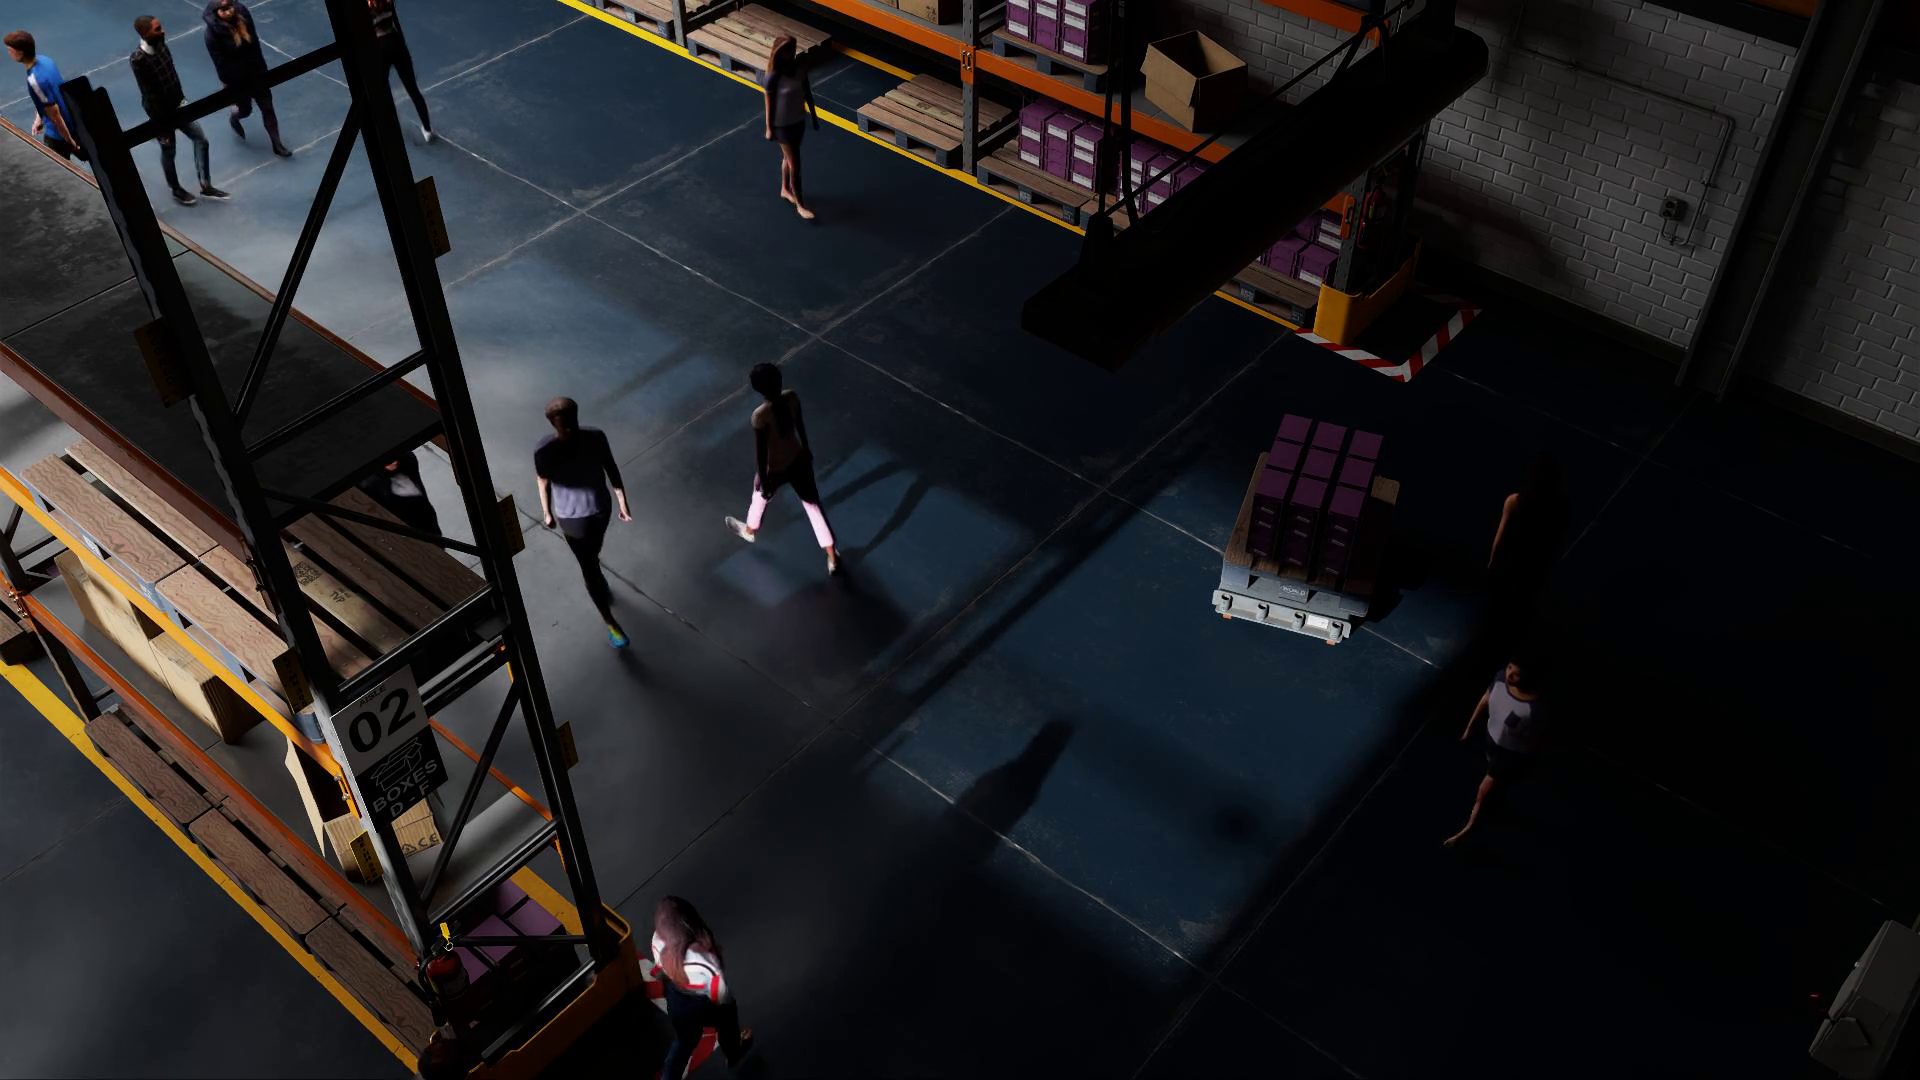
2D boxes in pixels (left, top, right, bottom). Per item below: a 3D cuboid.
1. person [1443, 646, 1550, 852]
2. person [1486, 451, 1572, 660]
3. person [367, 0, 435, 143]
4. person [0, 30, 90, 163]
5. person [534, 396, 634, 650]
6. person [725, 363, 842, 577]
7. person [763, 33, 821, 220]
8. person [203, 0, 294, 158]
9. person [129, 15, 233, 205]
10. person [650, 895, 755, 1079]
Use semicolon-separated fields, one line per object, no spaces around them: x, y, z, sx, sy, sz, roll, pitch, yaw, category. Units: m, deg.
3.312;1.172;9.888;0.834;1.539;0.850;-18;46;-18;person
3.664;0.183;10.827;0.769;1.675;0.830;10;44;10;person
-5.373;-4.589;15.824;1.015;1.692;0.644;29;51;27;person
-7.849;-3.663;14.759;1.182;1.819;1.198;-9;44;-9;person
-2.544;-0.241;11.157;0.945;1.835;1.289;-23;48;-22;person
-1.160;-0.439;11.477;0.727;1.679;1.173;-31;52;-29;person
-1.595;-3.782;14.963;0.669;1.711;0.821;-34;53;-30;person
-6.790;-4.403;15.655;1.008;1.656;0.696;27;50;25;person
-7.227;-3.881;15.007;0.973;1.793;0.908;15;46;16;person
-1.401;2.431;8.531;0.991;1.588;0.833;20;47;20;person
